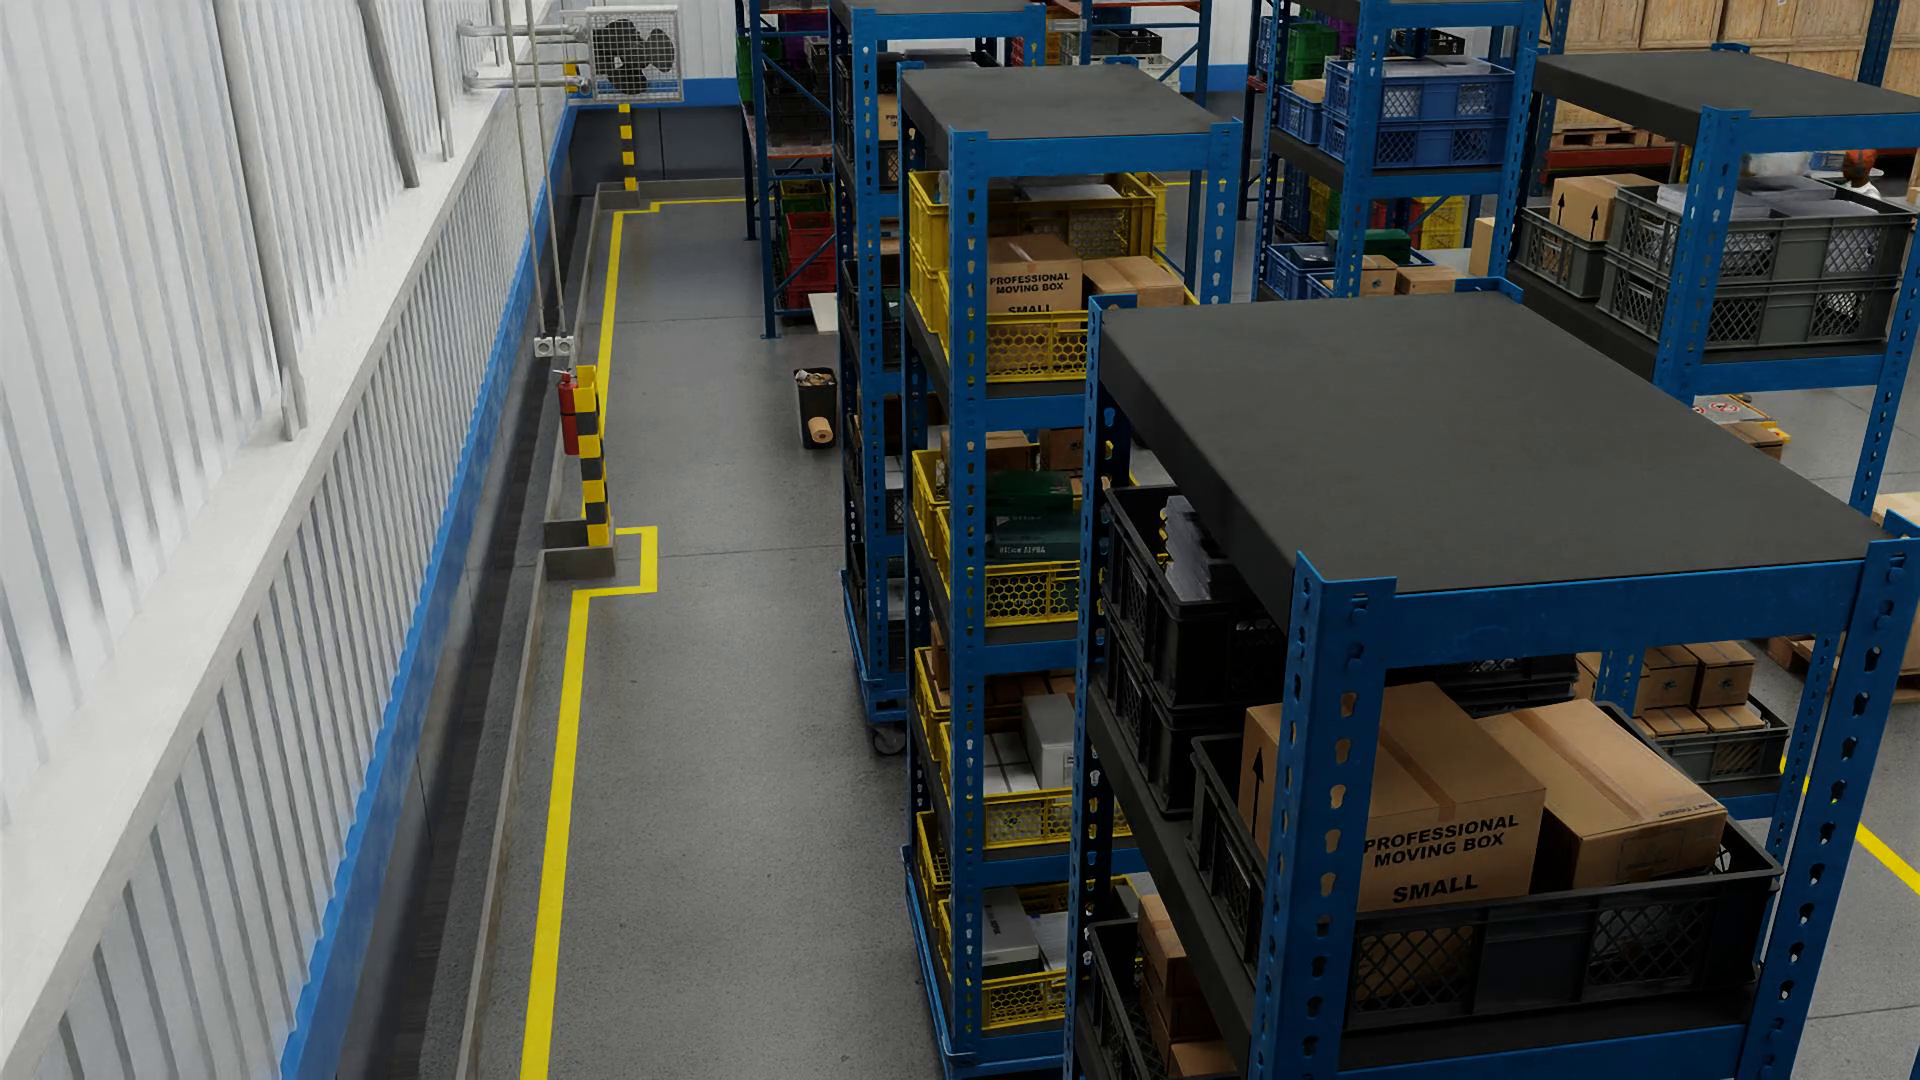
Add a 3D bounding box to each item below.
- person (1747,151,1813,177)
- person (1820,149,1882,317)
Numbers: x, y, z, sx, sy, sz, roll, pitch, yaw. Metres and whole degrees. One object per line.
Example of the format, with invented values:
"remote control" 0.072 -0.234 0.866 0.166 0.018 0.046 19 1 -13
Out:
"person" 7.093 -2.864 14.626 0.580 1.842 0.380 5 25 11
"person" 6.900 -2.154 13.029 0.353 1.886 0.573 3 25 7
